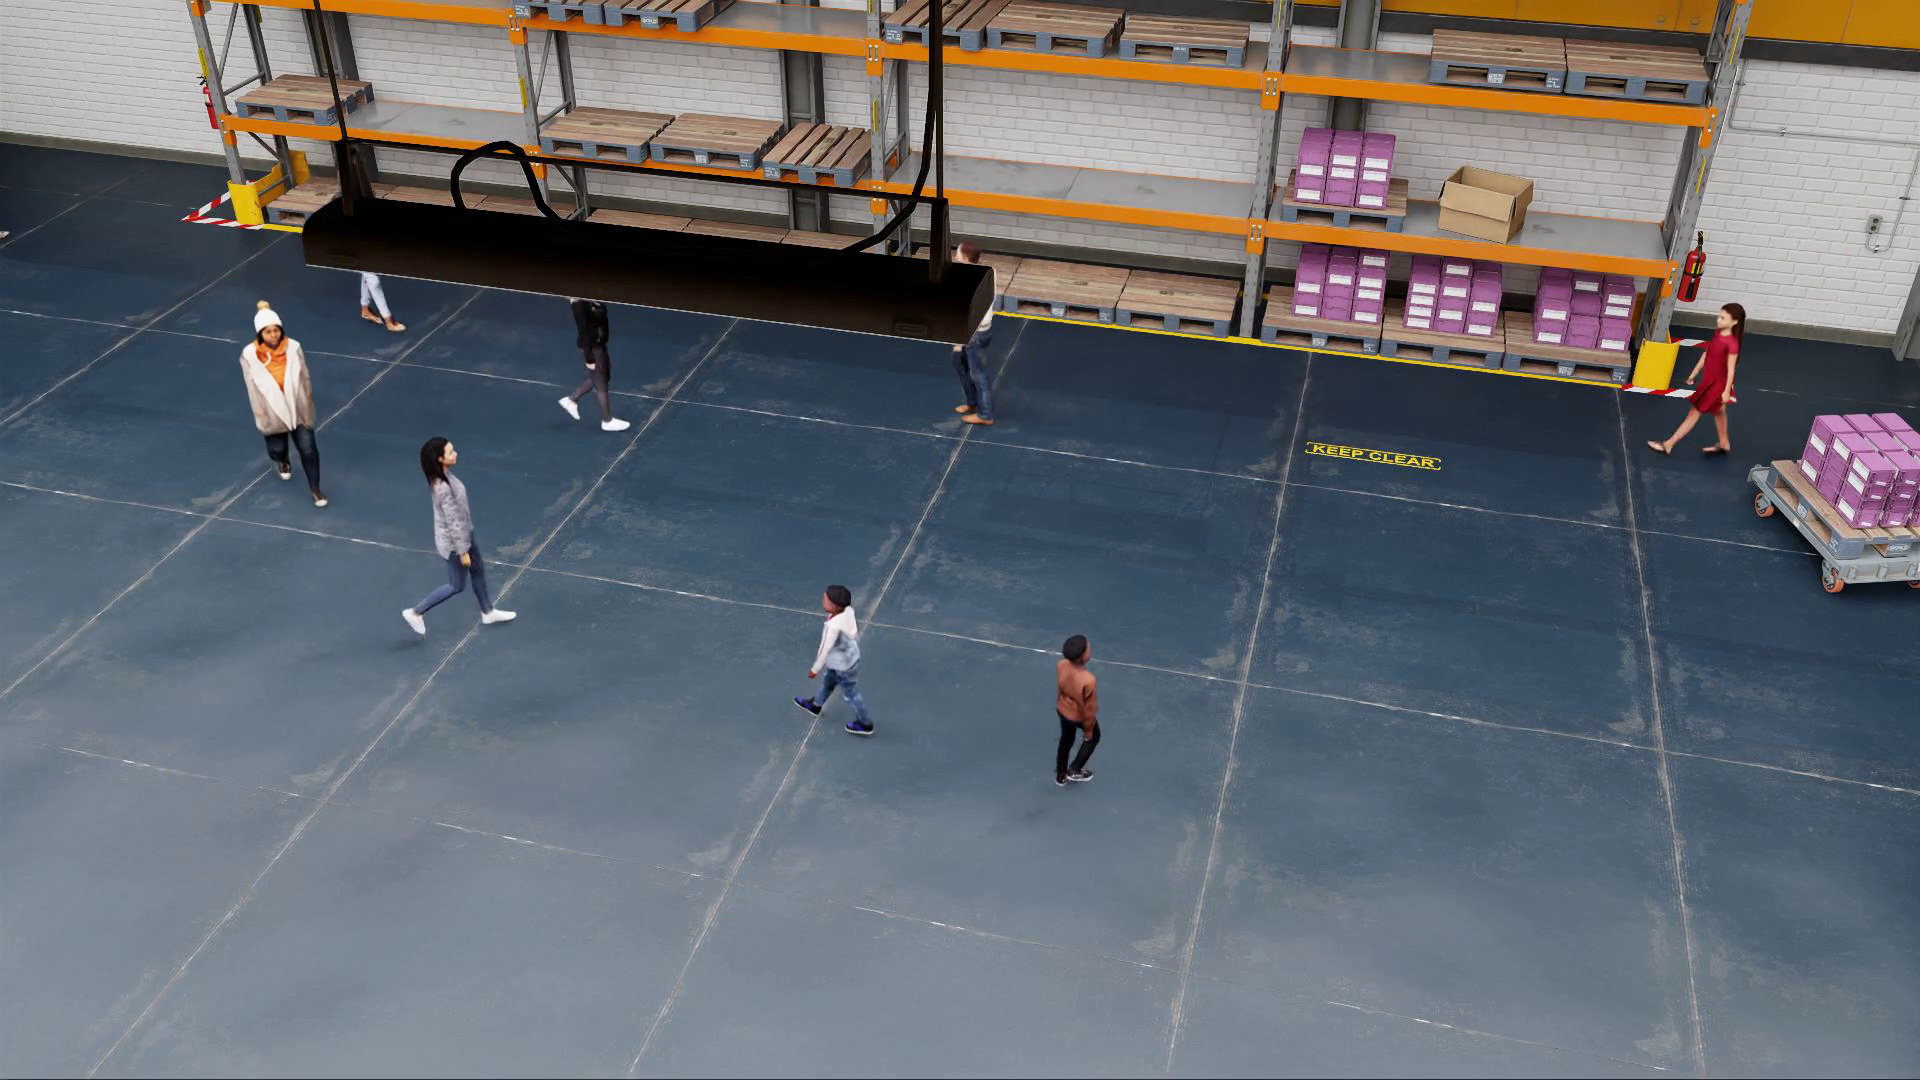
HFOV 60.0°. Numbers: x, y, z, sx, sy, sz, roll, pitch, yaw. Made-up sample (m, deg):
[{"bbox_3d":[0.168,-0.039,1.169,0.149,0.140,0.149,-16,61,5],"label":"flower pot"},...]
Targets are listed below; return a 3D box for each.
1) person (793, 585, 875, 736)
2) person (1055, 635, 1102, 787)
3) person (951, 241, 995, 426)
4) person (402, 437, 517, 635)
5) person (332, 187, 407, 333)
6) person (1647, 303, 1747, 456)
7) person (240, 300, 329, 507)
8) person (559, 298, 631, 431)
[{"bbox_3d":[-0.788,0.880,11.809,0.842,1.226,0.465,9,35,13],"label":"person"},{"bbox_3d":[0.740,1.196,11.316,0.679,1.246,0.591,-26,42,-34],"label":"person"},{"bbox_3d":[0.243,-1.889,15.424,0.709,1.835,0.706,3,34,5],"label":"person"},{"bbox_3d":[-3.932,0.014,12.675,1.151,1.710,0.976,-11,35,-16],"label":"person"},{"bbox_3d":[-6.242,-3.065,17.213,1.041,1.815,0.826,17,37,24],"label":"person"},{"bbox_3d":[6.896,-1.422,15.016,1.098,1.509,0.749,-1,34,-1],"label":"person"},{"bbox_3d":[-5.857,-1.194,14.347,1.032,1.871,1.090,-18,38,-25],"label":"person"},{"bbox_3d":[-3.472,-1.750,15.362,0.941,1.673,0.753,0,34,0],"label":"person"}]
